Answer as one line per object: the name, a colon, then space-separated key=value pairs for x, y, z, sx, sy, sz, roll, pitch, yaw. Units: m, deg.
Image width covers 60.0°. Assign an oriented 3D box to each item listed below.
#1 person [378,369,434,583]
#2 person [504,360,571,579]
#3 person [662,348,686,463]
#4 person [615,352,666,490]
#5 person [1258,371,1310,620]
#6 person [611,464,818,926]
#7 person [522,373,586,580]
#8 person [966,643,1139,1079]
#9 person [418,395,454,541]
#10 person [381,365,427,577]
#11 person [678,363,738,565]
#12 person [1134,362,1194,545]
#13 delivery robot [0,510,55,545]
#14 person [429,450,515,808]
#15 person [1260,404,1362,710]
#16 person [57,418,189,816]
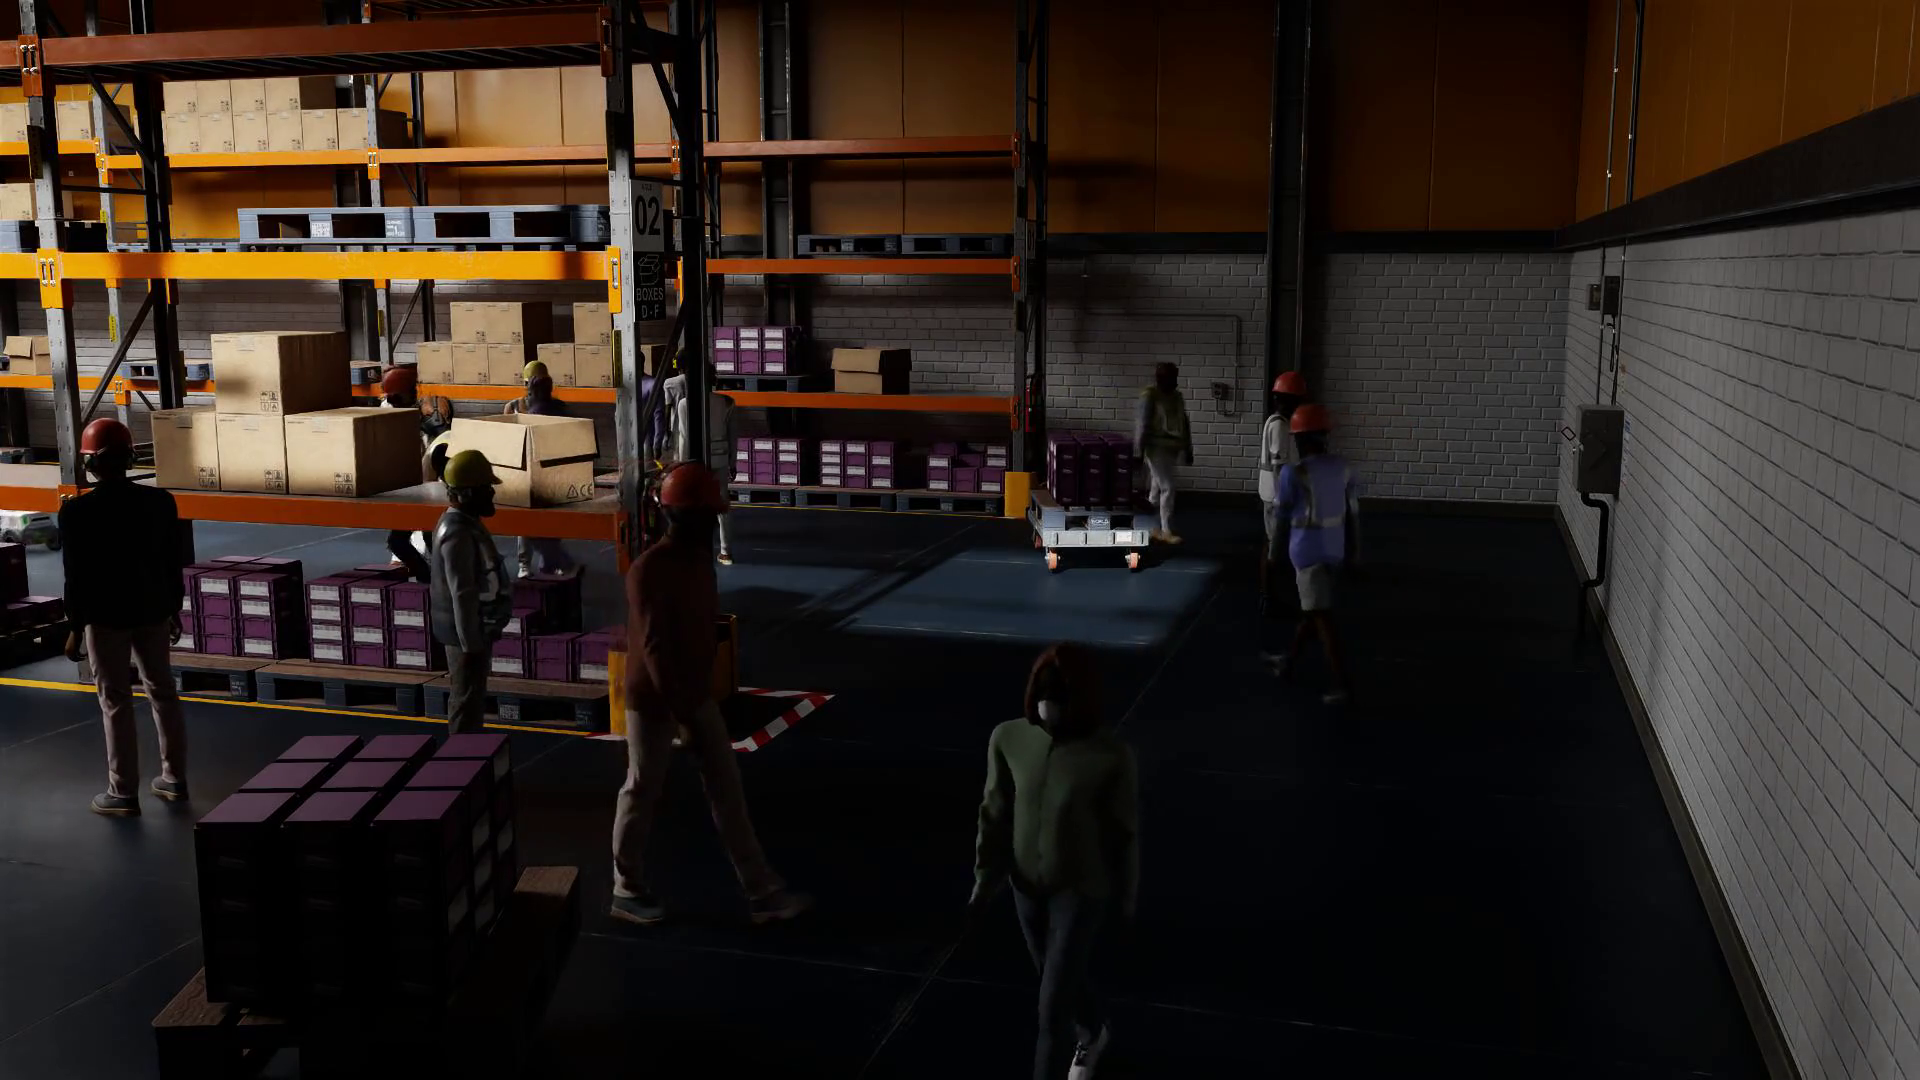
person: x=-4.223 y=-0.356 z=12.991 sx=0.541 sy=1.950 sz=0.744 roll=-1 pitch=9 yaw=-4
person: x=-3.710 y=-0.623 z=14.702 sx=0.588 sy=1.928 sz=0.384 roll=-4 pitch=10 yaw=-21
person: x=-2.990 y=-1.151 z=18.104 sx=0.538 sy=1.869 sz=0.312 roll=-5 pitch=10 yaw=-26
person: x=-3.237 y=-0.975 z=16.824 sx=0.633 sy=1.936 sz=0.355 roll=7 pitch=11 yaw=35
person: x=2.529 y=-0.352 z=13.035 sx=0.376 sy=1.934 sz=0.546 roll=2 pitch=9 yaw=9
person: x=-1.053 y=0.669 z=6.773 sx=0.995 sy=1.939 sz=0.605 roll=4 pitch=10 yaw=26
person: x=-3.370 y=-0.433 z=13.675 sx=0.655 sy=1.882 sz=0.660 roll=5 pitch=10 yaw=26
person: x=0.332 y=1.090 z=5.282 sx=0.494 sy=1.595 sz=0.853 roll=6 pitch=11 yaw=31
person: x=-3.697 y=-0.121 z=11.936 sx=0.429 sy=1.837 sz=0.626 roll=-3 pitch=10 yaw=-17
person: x=-4.954 y=-0.609 z=14.759 sx=0.574 sy=1.883 sz=0.361 roll=8 pitch=12 yaw=39
person: x=-2.311 y=-0.691 z=15.248 sx=0.584 sy=1.882 sz=0.337 roll=-6 pitch=11 yaw=-33
person: x=2.071 y=-0.859 z=16.482 sx=0.695 sy=1.802 sz=0.762 roll=8 pitch=13 yaw=42
delivery robot: x=-9.063 y=-0.195 z=15.985 sx=0.707 sy=0.478 sz=0.477 roll=5 pitch=10 yaw=26
person: x=-2.462 y=0.456 z=8.412 sx=0.404 sy=1.834 sz=0.591 roll=-3 pitch=10 yaw=-16
person: x=2.218 y=0.086 z=10.540 sx=0.534 sy=1.871 sz=1.033 roll=-5 pitch=11 yaw=-30
person: x=-4.211 y=0.382 z=8.372 sx=0.396 sy=1.993 sz=0.617 roll=6 pitch=11 yaw=32
